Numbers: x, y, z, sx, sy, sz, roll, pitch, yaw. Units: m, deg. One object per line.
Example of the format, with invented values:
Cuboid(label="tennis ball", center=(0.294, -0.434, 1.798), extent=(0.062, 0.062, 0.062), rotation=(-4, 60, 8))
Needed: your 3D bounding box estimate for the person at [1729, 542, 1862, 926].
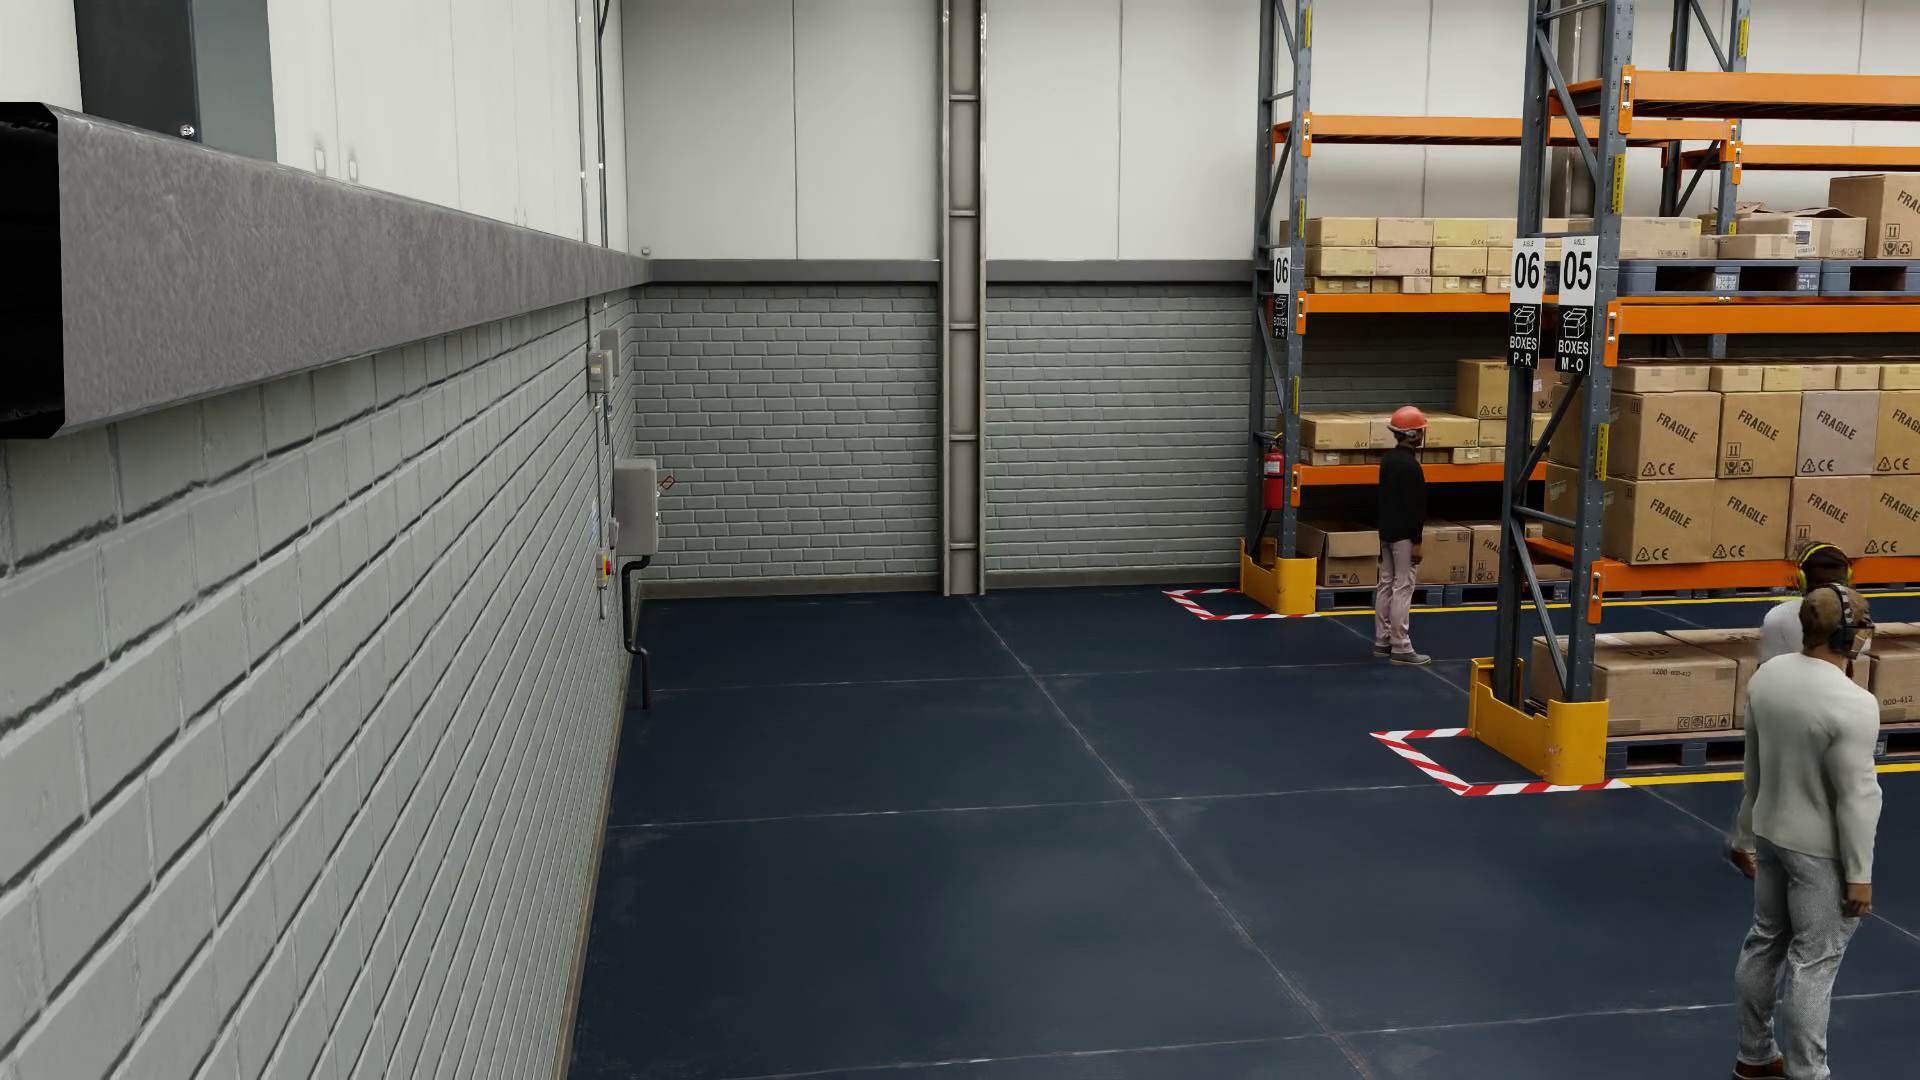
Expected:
Cuboid(label="person", center=(4.024, 0.873, 7.907), extent=(0.556, 1.787, 1.017), rotation=(0, 9, 0))

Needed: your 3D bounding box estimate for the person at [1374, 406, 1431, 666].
Cuboid(label="person", center=(3.422, -0.035, 12.847), extent=(0.375, 1.997, 0.612), rotation=(-1, 9, -9))

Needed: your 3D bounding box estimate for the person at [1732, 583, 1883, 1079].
Cuboid(label="person", center=(3.057, 1.107, 5.983), extent=(0.372, 1.940, 0.630), rotation=(-1, 9, -9))
